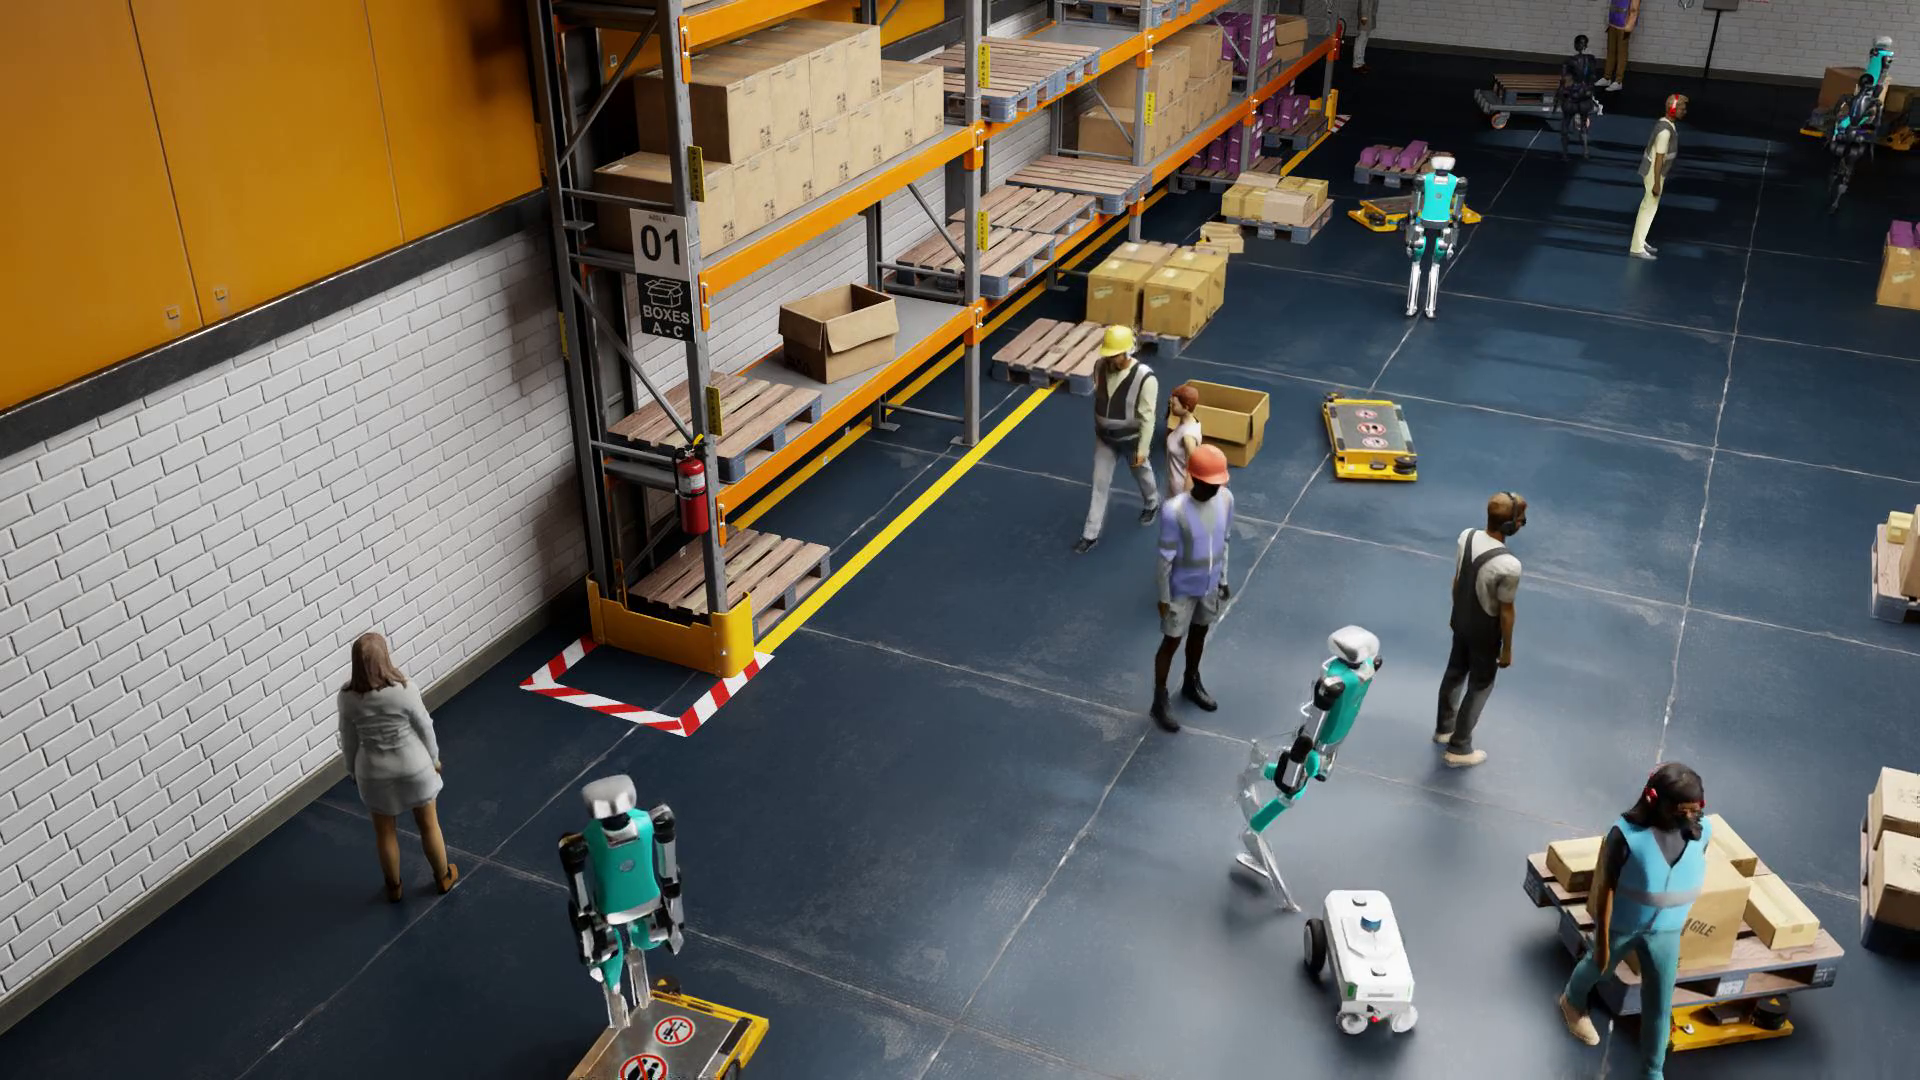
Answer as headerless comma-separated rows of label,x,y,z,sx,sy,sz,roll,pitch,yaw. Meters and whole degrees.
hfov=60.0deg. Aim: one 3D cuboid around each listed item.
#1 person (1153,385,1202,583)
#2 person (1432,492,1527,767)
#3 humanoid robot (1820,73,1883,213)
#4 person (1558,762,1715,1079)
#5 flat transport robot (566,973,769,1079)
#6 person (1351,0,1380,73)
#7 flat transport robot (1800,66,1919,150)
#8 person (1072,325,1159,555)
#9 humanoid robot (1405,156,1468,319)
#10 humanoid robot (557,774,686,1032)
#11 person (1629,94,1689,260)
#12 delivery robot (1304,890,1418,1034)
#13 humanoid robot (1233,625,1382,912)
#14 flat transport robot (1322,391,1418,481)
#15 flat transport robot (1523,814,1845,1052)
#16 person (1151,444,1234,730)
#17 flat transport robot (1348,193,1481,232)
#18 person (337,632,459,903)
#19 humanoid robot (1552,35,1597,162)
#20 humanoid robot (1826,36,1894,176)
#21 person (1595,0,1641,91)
person,1.576,-0.332,11.877,0.270,1.657,0.461,0,28,1
person,3.161,0.542,10.084,0.371,1.840,0.510,-11,30,-20
humanoid robot,10.862,-4.853,20.259,0.616,1.634,0.658,22,35,34
person,3.185,1.806,7.755,0.512,1.828,0.933,1,28,1
flat transport robot,-1.515,2.643,7.828,0.659,0.231,1.431,10,30,19
person,6.592,-8.499,26.846,0.361,1.828,0.514,14,31,24
flat transport robot,12.663,-5.736,23.364,1.431,0.231,0.659,22,35,35
person,1.260,-0.821,12.676,0.596,1.778,0.979,20,34,33
humanoid robot,4.771,-3.102,16.836,0.531,1.698,0.732,6,29,12
humanoid robot,-1.617,1.796,7.895,0.546,1.839,0.704,-13,31,-23
person,7.792,-4.079,18.643,0.380,1.836,0.562,11,30,19
delivery robot,2.078,2.126,8.504,0.523,0.613,0.785,1,28,1
humanoid robot,1.757,1.174,9.034,0.863,1.762,0.568,22,36,35
flat transport robot,3.534,-0.902,14.401,0.659,0.231,1.431,3,28,5
flat transport robot,3.702,2.103,8.829,0.659,0.231,1.431,-5,29,-9
person,1.488,0.273,10.472,0.545,1.935,0.376,-16,32,-28
flat transport robot,5.479,-3.949,20.050,1.431,0.231,0.659,-8,29,-14
person,-3.055,1.226,8.986,0.485,1.659,0.342,-6,29,-11
humanoid robot,8.232,-5.849,22.097,0.601,1.646,0.469,-9,30,-16
humanoid robot,11.583,-5.596,21.606,0.633,1.848,0.533,4,29,7
person,10.244,-7.967,25.751,0.409,1.931,0.530,-8,29,-14
